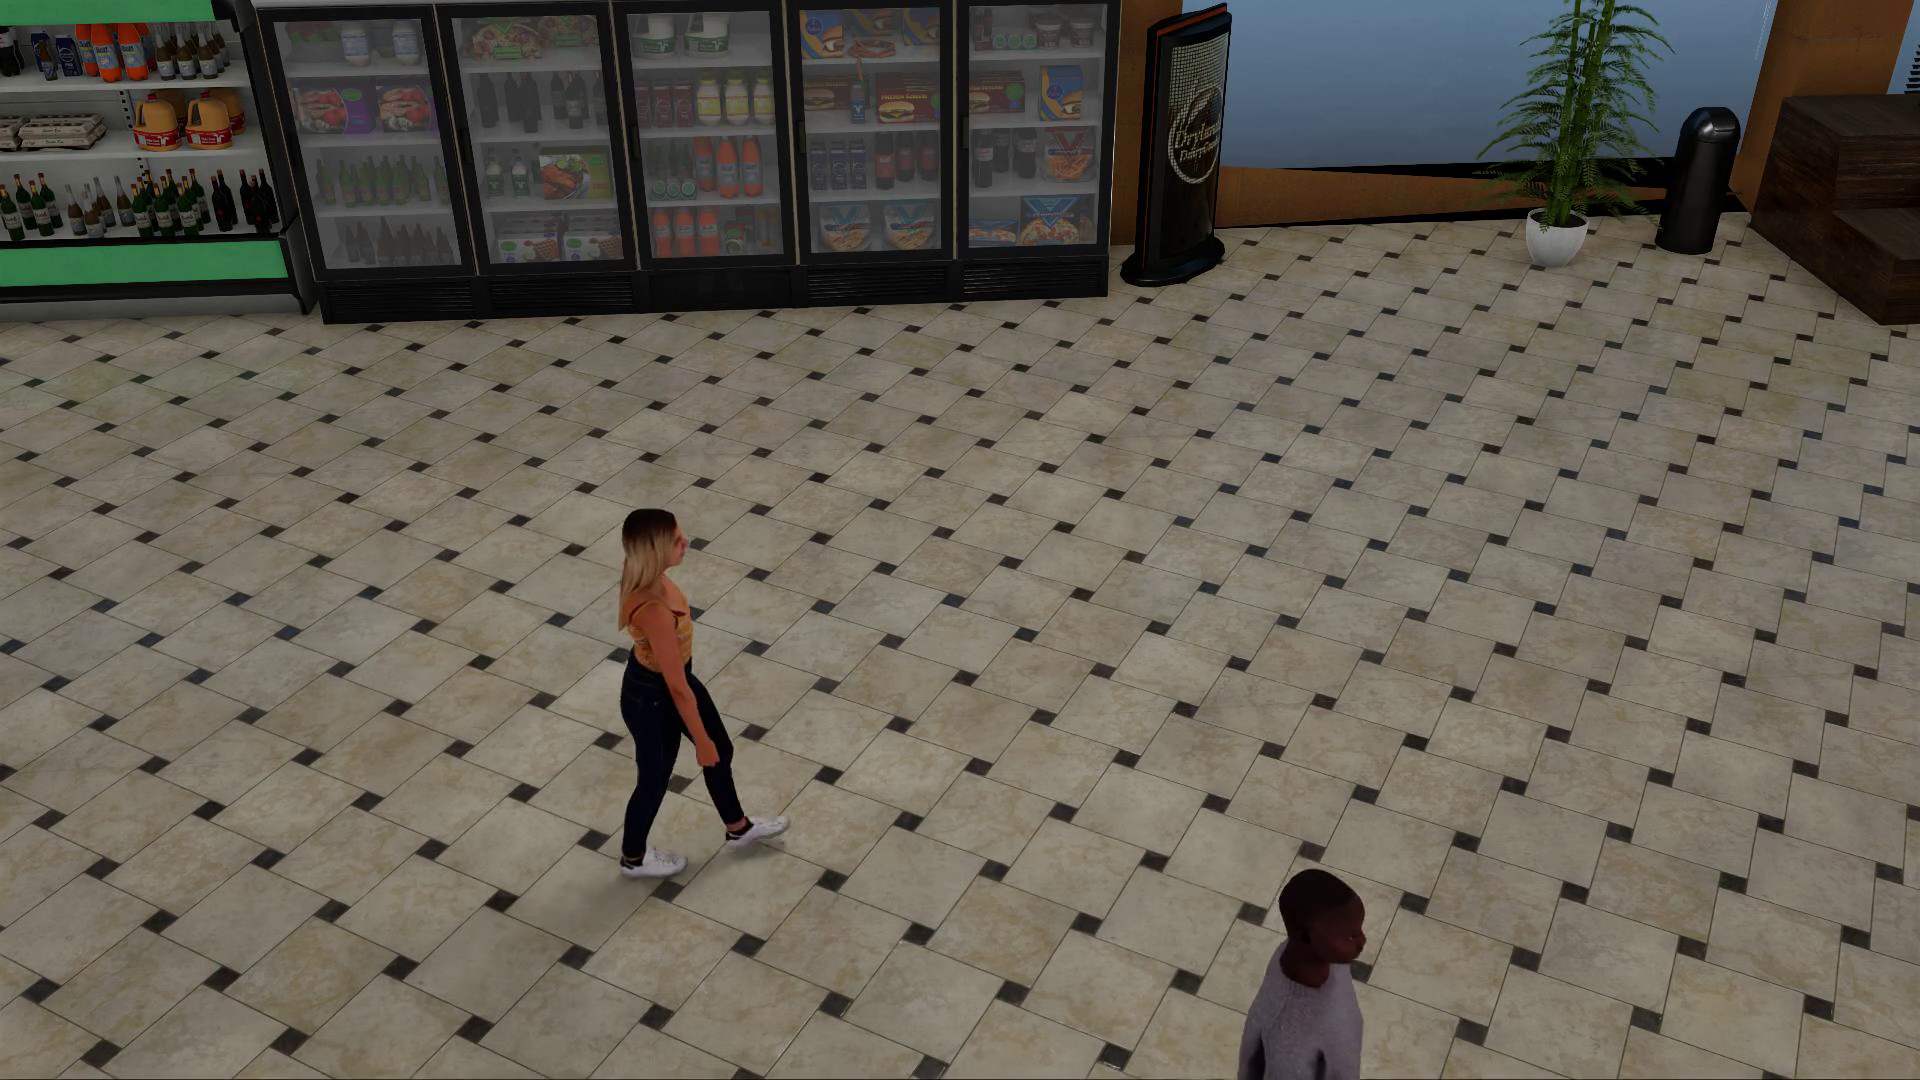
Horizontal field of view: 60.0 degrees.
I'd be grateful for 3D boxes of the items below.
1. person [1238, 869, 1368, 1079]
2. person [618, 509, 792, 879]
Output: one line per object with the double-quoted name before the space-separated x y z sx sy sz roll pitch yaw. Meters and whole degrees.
"person" 0.780 1.537 4.348 1.113 1.757 0.927 12 34 18
"person" -1.154 0.607 5.986 0.922 1.605 0.685 -7 32 -10
